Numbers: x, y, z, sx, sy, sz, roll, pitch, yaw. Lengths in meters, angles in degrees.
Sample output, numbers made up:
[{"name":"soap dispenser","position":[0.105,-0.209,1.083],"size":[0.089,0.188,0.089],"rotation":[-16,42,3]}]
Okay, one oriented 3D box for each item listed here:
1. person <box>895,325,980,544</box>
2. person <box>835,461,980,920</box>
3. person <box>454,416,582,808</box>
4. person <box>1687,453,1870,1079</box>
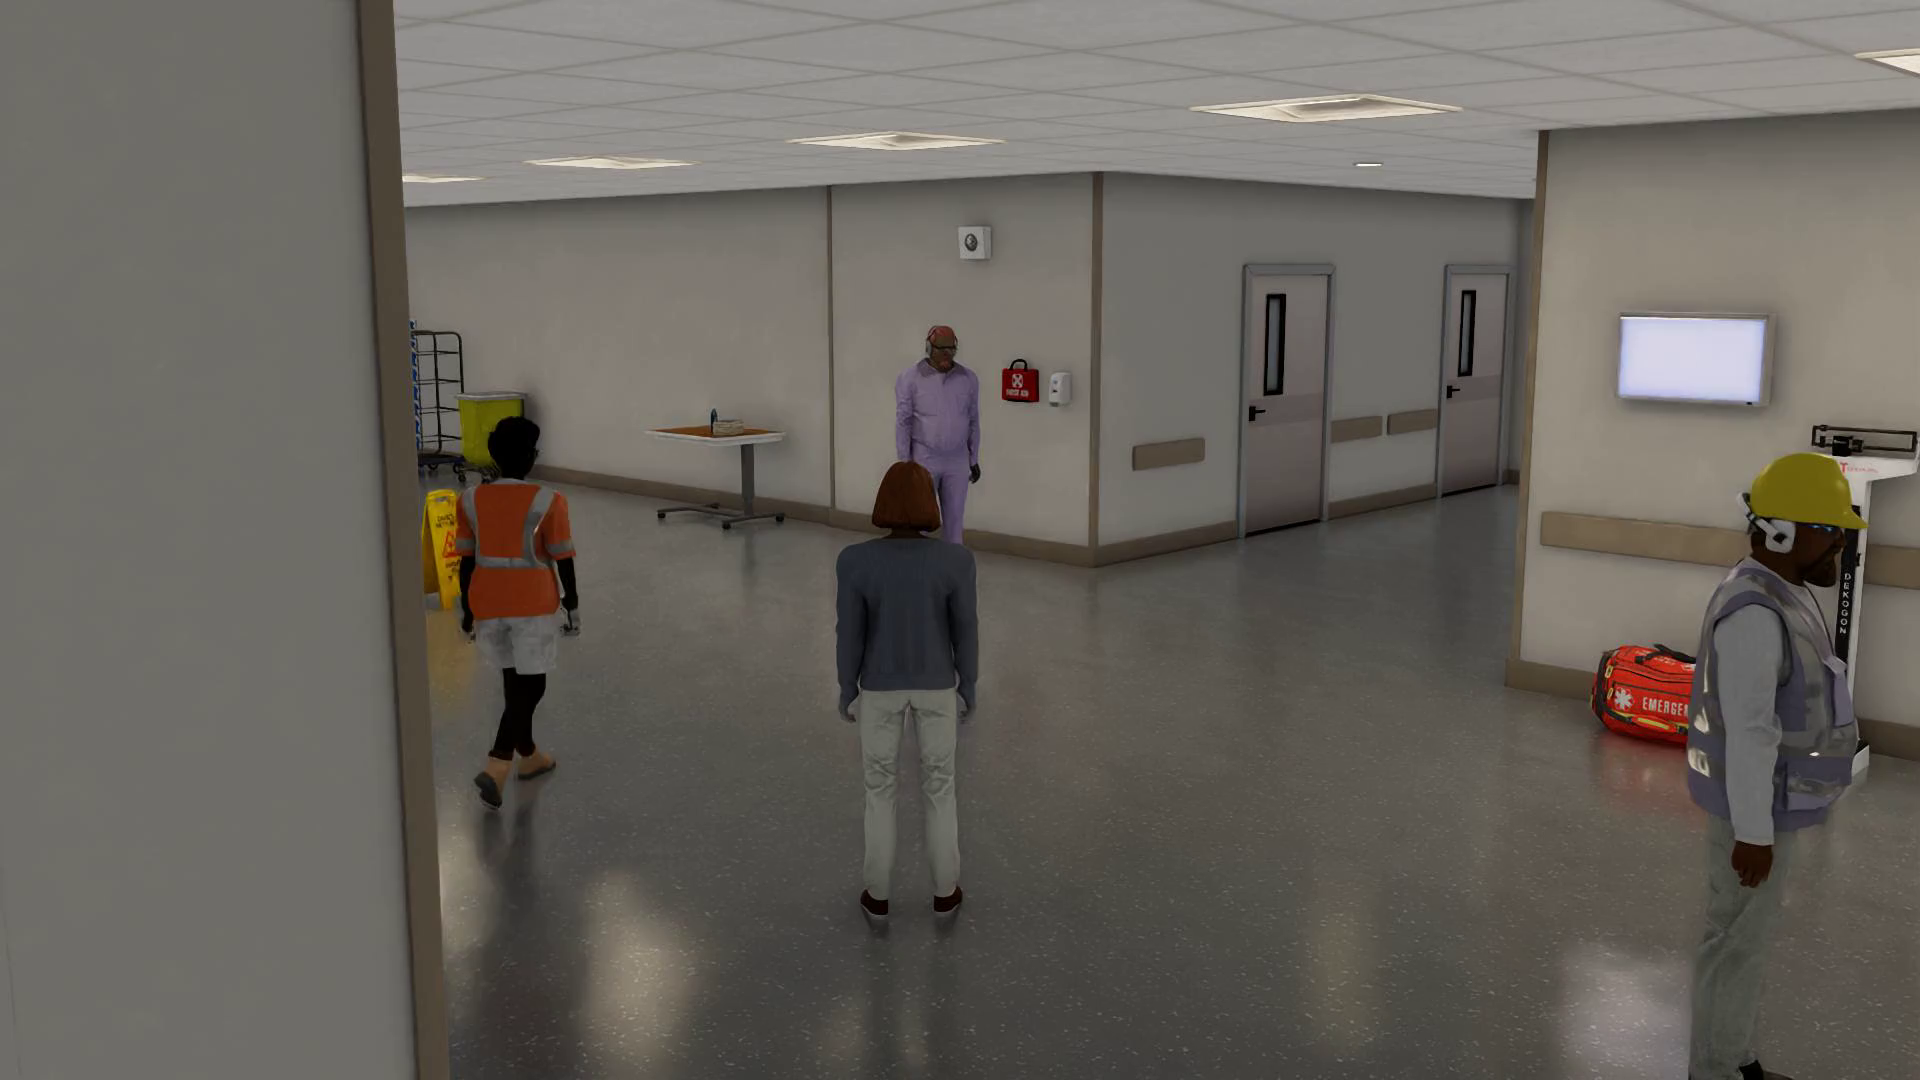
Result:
[{"name":"person","position":[-0.140,-0.573,11.847],"size":[0.641,1.905,0.410],"rotation":[-4,10,-21]},{"name":"person","position":[-0.184,0.535,5.877],"size":[0.507,1.633,0.278],"rotation":[-1,9,-3]},{"name":"person","position":[-1.949,0.304,7.191],"size":[0.535,1.670,0.769],"rotation":[2,10,14]},{"name":"person","position":[2.139,0.677,4.409],"size":[0.404,1.827,0.600],"rotation":[5,11,29]}]
